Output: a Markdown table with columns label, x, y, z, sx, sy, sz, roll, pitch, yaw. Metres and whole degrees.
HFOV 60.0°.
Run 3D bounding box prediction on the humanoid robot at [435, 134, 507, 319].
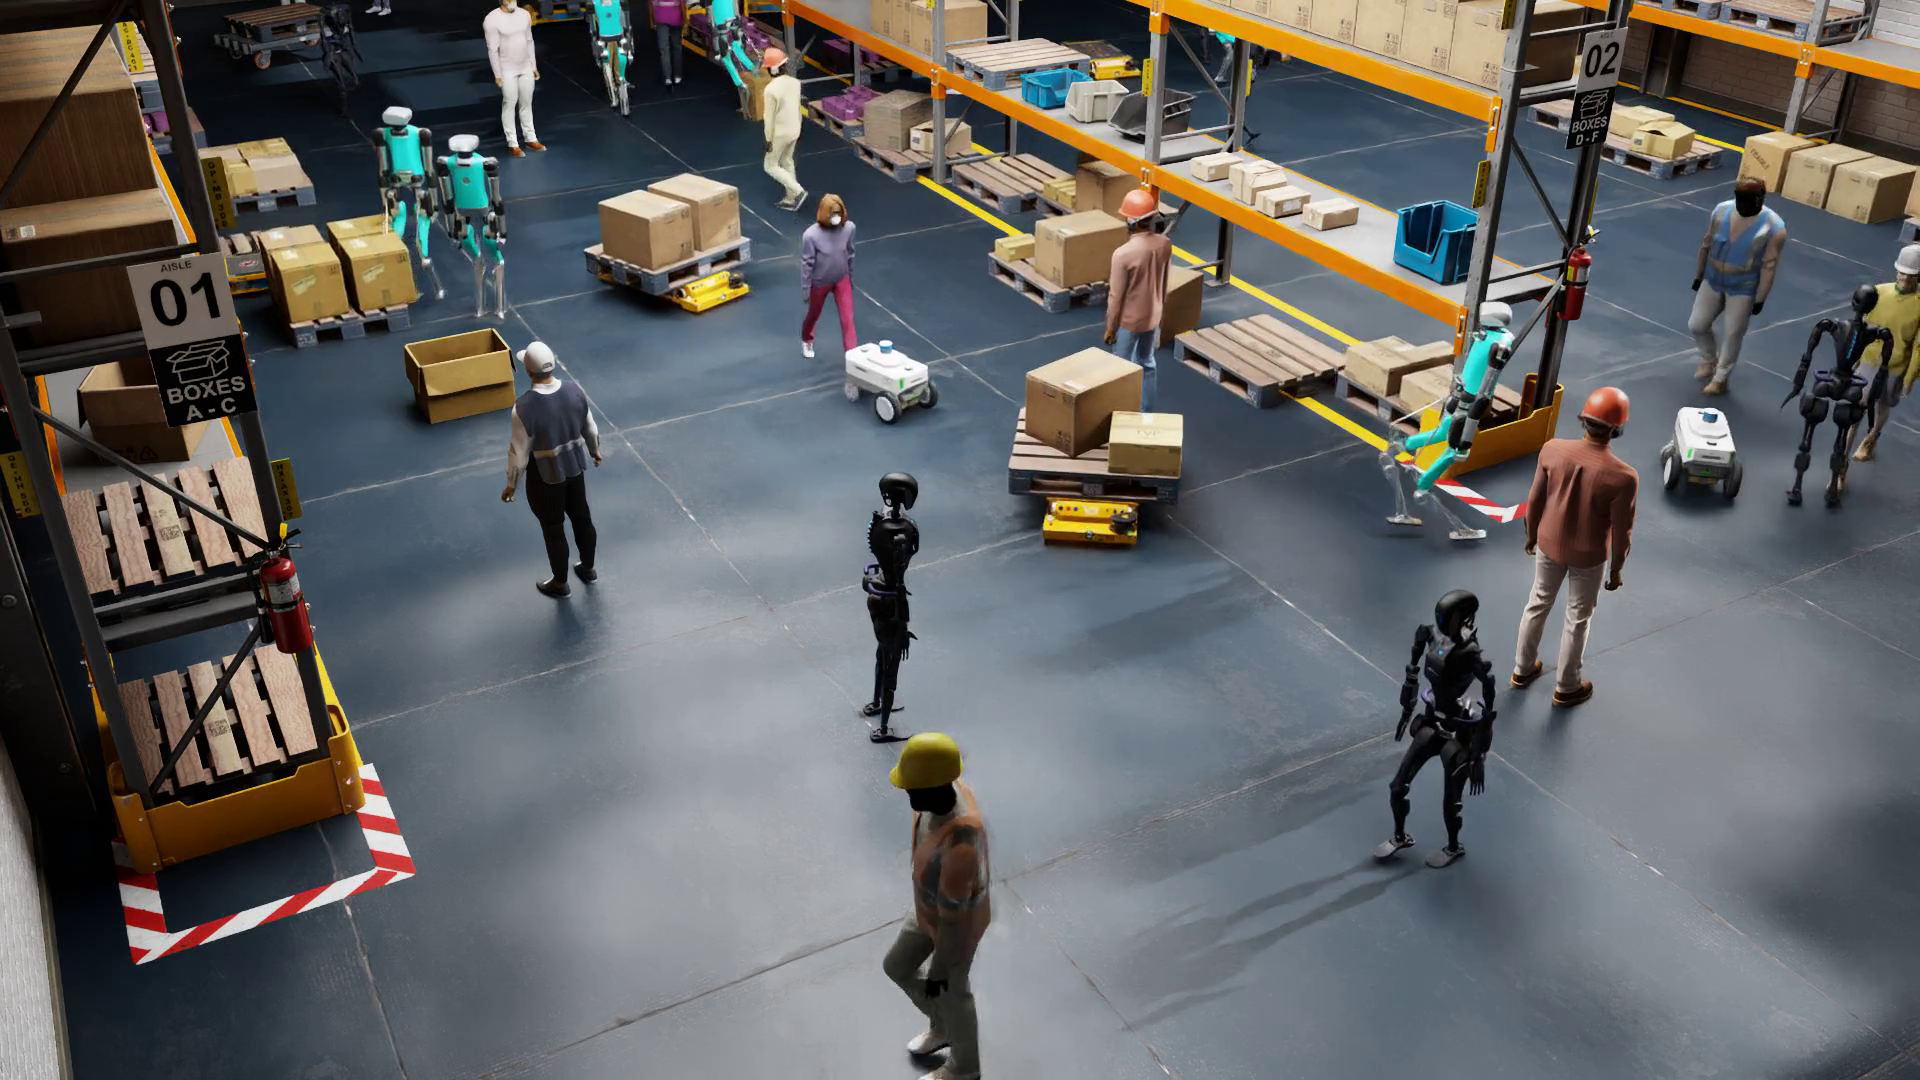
| label | x | y | z | sx | sy | sz | roll | pitch | yaw |
| --- | --- | --- | --- | --- | --- | --- | --- | --- | --- |
| humanoid robot | -4.257 | -2.785 | 14.807 | 0.539 | 1.795 | 0.762 | -2 | 30 | -3 |

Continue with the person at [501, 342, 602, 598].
| label | x | y | z | sx | sy | sz | roll | pitch | yaw |
| --- | --- | --- | --- | --- | --- | --- | --- | --- | --- |
| person | -2.599 | -0.450 | 10.696 | 0.430 | 1.758 | 0.750 | 23 | 37 | 34 |

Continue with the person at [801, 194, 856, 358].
| label | x | y | z | sx | sy | sz | roll | pitch | yaw |
| --- | --- | --- | --- | --- | --- | --- | --- | --- | --- |
| person | -1.113 | -2.167 | 13.869 | 0.510 | 1.566 | 0.918 | -15 | 33 | -24 |

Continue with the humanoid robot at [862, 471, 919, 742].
| label | x | y | z | sx | sy | sz | roll | pitch | yaw |
| --- | --- | --- | --- | --- | --- | --- | --- | --- | --- |
| humanoid robot | -0.391 | 0.354 | 9.379 | 0.328 | 1.648 | 0.610 | -5 | 30 | -9 |

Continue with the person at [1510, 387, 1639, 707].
| label | x | y | z | sx | sy | sz | roll | pitch | yaw |
| --- | --- | --- | --- | --- | --- | --- | --- | --- | --- |
| person | 3.560 | 0.041 | 9.610 | 0.390 | 1.990 | 0.624 | -25 | 38 | -36 |

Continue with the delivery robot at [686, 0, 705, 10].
| label | x | y | z | sx | sy | sz | roll | pitch | yaw |
| --- | --- | --- | --- | --- | --- | --- | --- | --- | --- |
| delivery robot | -4.318 | -8.207 | 25.407 | 0.783 | 0.592 | 0.499 | -18 | 35 | -29 |

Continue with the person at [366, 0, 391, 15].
| label | x | y | z | sx | sy | sz | roll | pitch | yaw |
| --- | --- | --- | --- | --- | --- | --- | --- | --- | --- |
| person | -9.056 | -8.930 | 25.582 | 0.498 | 1.633 | 0.279 | 21 | 36 | 32 |

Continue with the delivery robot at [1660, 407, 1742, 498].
| label | x | y | z | sx | sy | sz | roll | pitch | yaw |
| --- | --- | --- | --- | --- | --- | --- | --- | --- | --- |
| delivery robot | 5.493 | -0.675 | 12.298 | 0.508 | 0.595 | 0.766 | 8 | 31 | 13 |

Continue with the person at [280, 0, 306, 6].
| label | x | y | z | sx | sy | sz | roll | pitch | yaw |
| --- | --- | --- | --- | --- | --- | --- | --- | --- | --- |
| person | -10.000 | -8.568 | 24.747 | 0.624 | 1.844 | 0.429 | 10 | 31 | 16 |

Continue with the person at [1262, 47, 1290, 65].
| label | x | y | z | sx | sy | sz | roll | pitch | yaw |
| --- | --- | --- | --- | --- | --- | --- | --- | --- | --- |
| person | 4.362 | -7.438 | 22.753 | 0.595 | 1.866 | 0.759 | 8 | 31 | 13 |

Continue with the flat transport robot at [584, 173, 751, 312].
| label | x | y | z | sx | sy | sz | roll | pitch | yaw |
| --- | --- | --- | --- | --- | --- | --- | --- | --- | --- |
| flat transport robot | -2.738 | -2.492 | 15.748 | 1.431 | 0.231 | 0.659 | 22 | 37 | 34 |

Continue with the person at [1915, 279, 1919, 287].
| label | x | y | z | sx | sy | sz | roll | pitch | yaw |
| --- | --- | --- | --- | --- | --- | --- | --- | --- | --- |
| person | 8.832 | -2.820 | 14.727 | 0.523 | 1.851 | 0.693 | -8 | 31 | -13 |

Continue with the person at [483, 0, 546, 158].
| label | x | y | z | sx | sy | sz | roll | pitch | yaw |
| --- | --- | --- | --- | --- | --- | --- | --- | --- | --- |
| person | -5.120 | -5.411 | 19.156 | 0.372 | 1.939 | 0.630 | 22 | 36 | 33 |

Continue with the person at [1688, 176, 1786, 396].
| label | x | y | z | sx | sy | sz | roll | pitch | yaw |
| --- | --- | --- | --- | --- | --- | --- | --- | --- | --- |
| person | 6.218 | -2.049 | 13.410 | 0.437 | 1.826 | 0.651 | -26 | 39 | -38 |

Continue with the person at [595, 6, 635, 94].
| label | x | y | z | sx | sy | sz | roll | pitch | yaw |
| --- | --- | --- | --- | --- | --- | --- | --- | --- | --- |
| person | -4.520 | -6.730 | 21.630 | 0.322 | 1.755 | 0.562 | 13 | 32 | 22 |

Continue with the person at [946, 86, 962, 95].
| label | x | y | z | sx | sy | sz | roll | pitch | yaw |
| --- | --- | --- | --- | --- | --- | --- | --- | --- | --- |
| person | -0.087 | -6.750 | 21.533 | 0.399 | 1.898 | 0.637 | -13 | 32 | -21 |

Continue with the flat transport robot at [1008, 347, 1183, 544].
| label | x | y | z | sx | sy | sz | roll | pitch | yaw |
| --- | --- | --- | --- | --- | --- | --- | --- | --- | --- |
| flat transport robot | 0.989 | -0.406 | 12.117 | 0.659 | 0.231 | 1.431 | 4 | 30 | 7 |

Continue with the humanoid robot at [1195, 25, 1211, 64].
| label | x | y | z | sx | sy | sz | roll | pitch | yaw |
| --- | --- | --- | --- | --- | --- | --- | --- | --- | --- |
| humanoid robot | 3.380 | -7.408 | 22.889 | 0.376 | 1.656 | 0.603 | 16 | 34 | 26 |

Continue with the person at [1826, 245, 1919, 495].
| label | x | y | z | sx | sy | sz | roll | pitch | yaw |
| --- | --- | --- | --- | --- | --- | --- | --- | --- | --- |
| person | 6.749 | -1.306 | 12.111 | 0.492 | 1.842 | 0.964 | 20 | 35 | 30 |

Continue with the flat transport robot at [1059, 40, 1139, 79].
| label | x | y | z | sx | sy | sz | roll | pitch | yaw |
| --- | --- | --- | --- | --- | --- | --- | --- | --- | --- |
| flat transport robot | 1.899 | -6.644 | 22.976 | 0.659 | 0.231 | 1.431 | -9 | 31 | -16 |

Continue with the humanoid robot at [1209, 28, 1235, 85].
| label | x | y | z | sx | sy | sz | roll | pitch | yaw |
| --- | --- | --- | --- | --- | --- | --- | --- | --- | --- |
| humanoid robot | 3.470 | -6.785 | 21.792 | 0.817 | 1.811 | 0.541 | 4 | 30 | 7 |

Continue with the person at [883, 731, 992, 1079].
| label | x | y | z | sx | sy | sz | roll | pitch | yaw |
| --- | --- | --- | --- | --- | --- | --- | --- | --- | --- |
| person | -0.097 | 1.595 | 6.990 | 0.454 | 1.909 | 0.598 | -7 | 31 | -12 |

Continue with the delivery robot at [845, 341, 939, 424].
| label | x | y | z | sx | sy | sz | roll | pitch | yaw |
| --- | --- | --- | --- | --- | --- | --- | --- | --- | --- |
| delivery robot | -0.578 | -1.304 | 13.394 | 0.787 | 0.596 | 0.499 | 26 | 39 | 38 |

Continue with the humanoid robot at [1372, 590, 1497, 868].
| label | x | y | z | sx | sy | sz | roll | pitch | yaw |
| --- | --- | --- | --- | --- | --- | --- | --- | --- | --- |
| humanoid robot | 2.429 | 0.966 | 8.322 | 0.483 | 1.645 | 0.593 | -17 | 34 | -27 |

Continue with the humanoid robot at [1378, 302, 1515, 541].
| label | x | y | z | sx | sy | sz | roll | pitch | yaw |
| --- | --- | --- | --- | --- | --- | --- | --- | --- | --- |
| humanoid robot | 3.213 | -0.772 | 11.283 | 0.912 | 1.744 | 0.550 | 2 | 30 | 4 |

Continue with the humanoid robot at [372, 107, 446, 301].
| label | x | y | z | sx | sy | sz | roll | pitch | yaw |
| --- | --- | --- | --- | --- | --- | --- | --- | --- | --- |
| humanoid robot | -5.033 | -2.989 | 15.120 | 0.539 | 1.778 | 0.669 | -1 | 30 | -1 |

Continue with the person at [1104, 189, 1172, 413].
| label | x | y | z | sx | sy | sz | roll | pitch | yaw |
| --- | --- | --- | --- | --- | --- | --- | --- | --- | --- |
| person | 1.330 | -1.686 | 12.621 | 0.609 | 1.988 | 0.388 | -25 | 38 | -37 |

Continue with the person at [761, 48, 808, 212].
| label | x | y | z | sx | sy | sz | roll | pitch | yaw |
| --- | --- | --- | --- | --- | --- | --- | --- | --- | --- |
| person | -1.824 | -4.244 | 17.323 | 0.465 | 1.730 | 0.580 | 15 | 33 | 25 |

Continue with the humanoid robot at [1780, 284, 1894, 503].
| label | x | y | z | sx | sy | sz | roll | pitch | yaw |
| --- | --- | --- | --- | --- | --- | --- | --- | --- | --- |
| humanoid robot | 6.185 | -1.027 | 11.783 | 0.612 | 1.656 | 0.344 | 11 | 32 | 18 |

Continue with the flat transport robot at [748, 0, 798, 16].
| label | x | y | z | sx | sy | sz | roll | pitch | yaw |
| --- | --- | --- | --- | --- | --- | --- | --- | --- | --- |
| flat transport robot | -2.879 | -8.379 | 25.996 | 1.431 | 0.231 | 0.659 | -3 | 30 | -5 |

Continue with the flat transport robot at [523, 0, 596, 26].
| label | x | y | z | sx | sy | sz | roll | pitch | yaw |
| --- | --- | --- | --- | --- | --- | --- | --- | --- | --- |
| flat transport robot | -6.069 | -8.096 | 25.503 | 1.431 | 0.231 | 0.659 | -12 | 32 | -19 |

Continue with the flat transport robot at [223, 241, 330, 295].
| label | x | y | z | sx | sy | sz | roll | pitch | yaw |
| --- | --- | --- | --- | --- | --- | --- | --- | --- | --- |
| flat transport robot | -6.538 | -2.568 | 15.880 | 1.431 | 0.231 | 0.659 | -12 | 32 | -21 |

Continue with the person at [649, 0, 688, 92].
| label | x | y | z | sx | sy | sz | roll | pitch | yaw |
| --- | --- | --- | --- | --- | --- | --- | --- | --- | --- |
| person | -3.800 | -6.801 | 21.700 | 0.498 | 1.808 | 0.874 | -6 | 30 | -10 |

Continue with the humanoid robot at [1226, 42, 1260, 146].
| label | x | y | z | sx | sy | sz | roll | pitch | yaw |
| --- | --- | --- | --- | --- | --- | --- | --- | --- | --- |
| humanoid robot | 3.268 | -5.285 | 19.209 | 0.476 | 1.645 | 0.608 | 6 | 30 | 10 |

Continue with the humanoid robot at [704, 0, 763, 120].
| label | x | y | z | sx | sy | sz | roll | pitch | yaw |
| --- | --- | --- | --- | --- | --- | --- | --- | --- | --- |
| humanoid robot | -2.720 | -5.976 | 20.462 | 0.718 | 1.911 | 0.566 | 20 | 36 | 31 |

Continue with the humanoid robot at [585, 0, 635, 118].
| label | x | y | z | sx | sy | sz | roll | pitch | yaw |
| --- | --- | --- | --- | --- | --- | --- | --- | --- | --- |
| humanoid robot | -4.306 | -6.073 | 20.558 | 0.551 | 1.710 | 1.074 | -7 | 31 | -12 |

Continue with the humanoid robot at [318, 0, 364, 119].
| label | x | y | z | sx | sy | sz | roll | pitch | yaw |
| --- | --- | --- | --- | --- | --- | --- | --- | --- | --- |
| humanoid robot | -7.692 | -6.040 | 20.512 | 0.414 | 1.635 | 0.591 | 13 | 32 | 21 |
